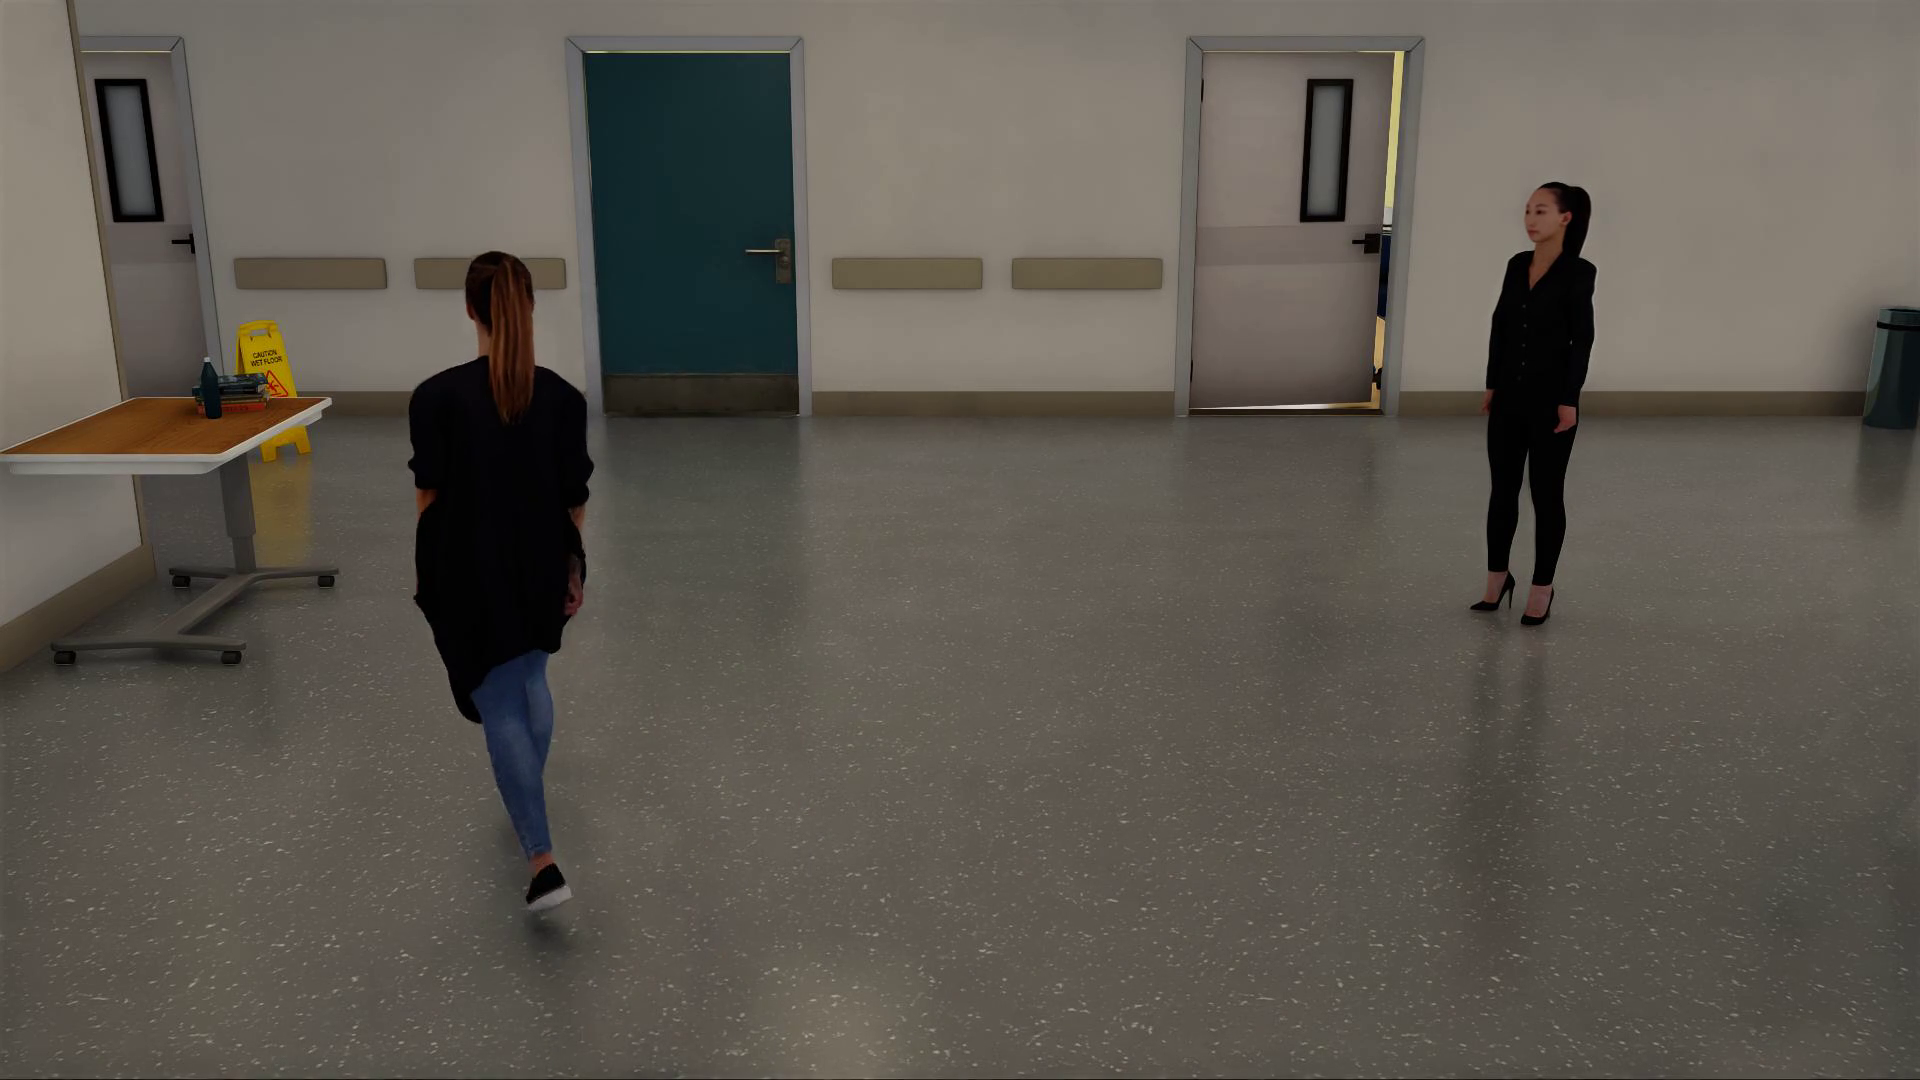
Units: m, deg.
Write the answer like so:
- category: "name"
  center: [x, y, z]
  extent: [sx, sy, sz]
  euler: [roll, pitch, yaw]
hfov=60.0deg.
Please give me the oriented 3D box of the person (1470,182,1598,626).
- category: "person"
  center: [2.218, -0.519, 6.437]
  extent: [0.664, 1.712, 0.642]
  euler: [-11, 19, -34]

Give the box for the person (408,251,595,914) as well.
- category: "person"
  center: [-1.134, 0.145, 4.203]
  extent: [1.146, 1.647, 1.022]
  euler: [-8, 18, -27]
